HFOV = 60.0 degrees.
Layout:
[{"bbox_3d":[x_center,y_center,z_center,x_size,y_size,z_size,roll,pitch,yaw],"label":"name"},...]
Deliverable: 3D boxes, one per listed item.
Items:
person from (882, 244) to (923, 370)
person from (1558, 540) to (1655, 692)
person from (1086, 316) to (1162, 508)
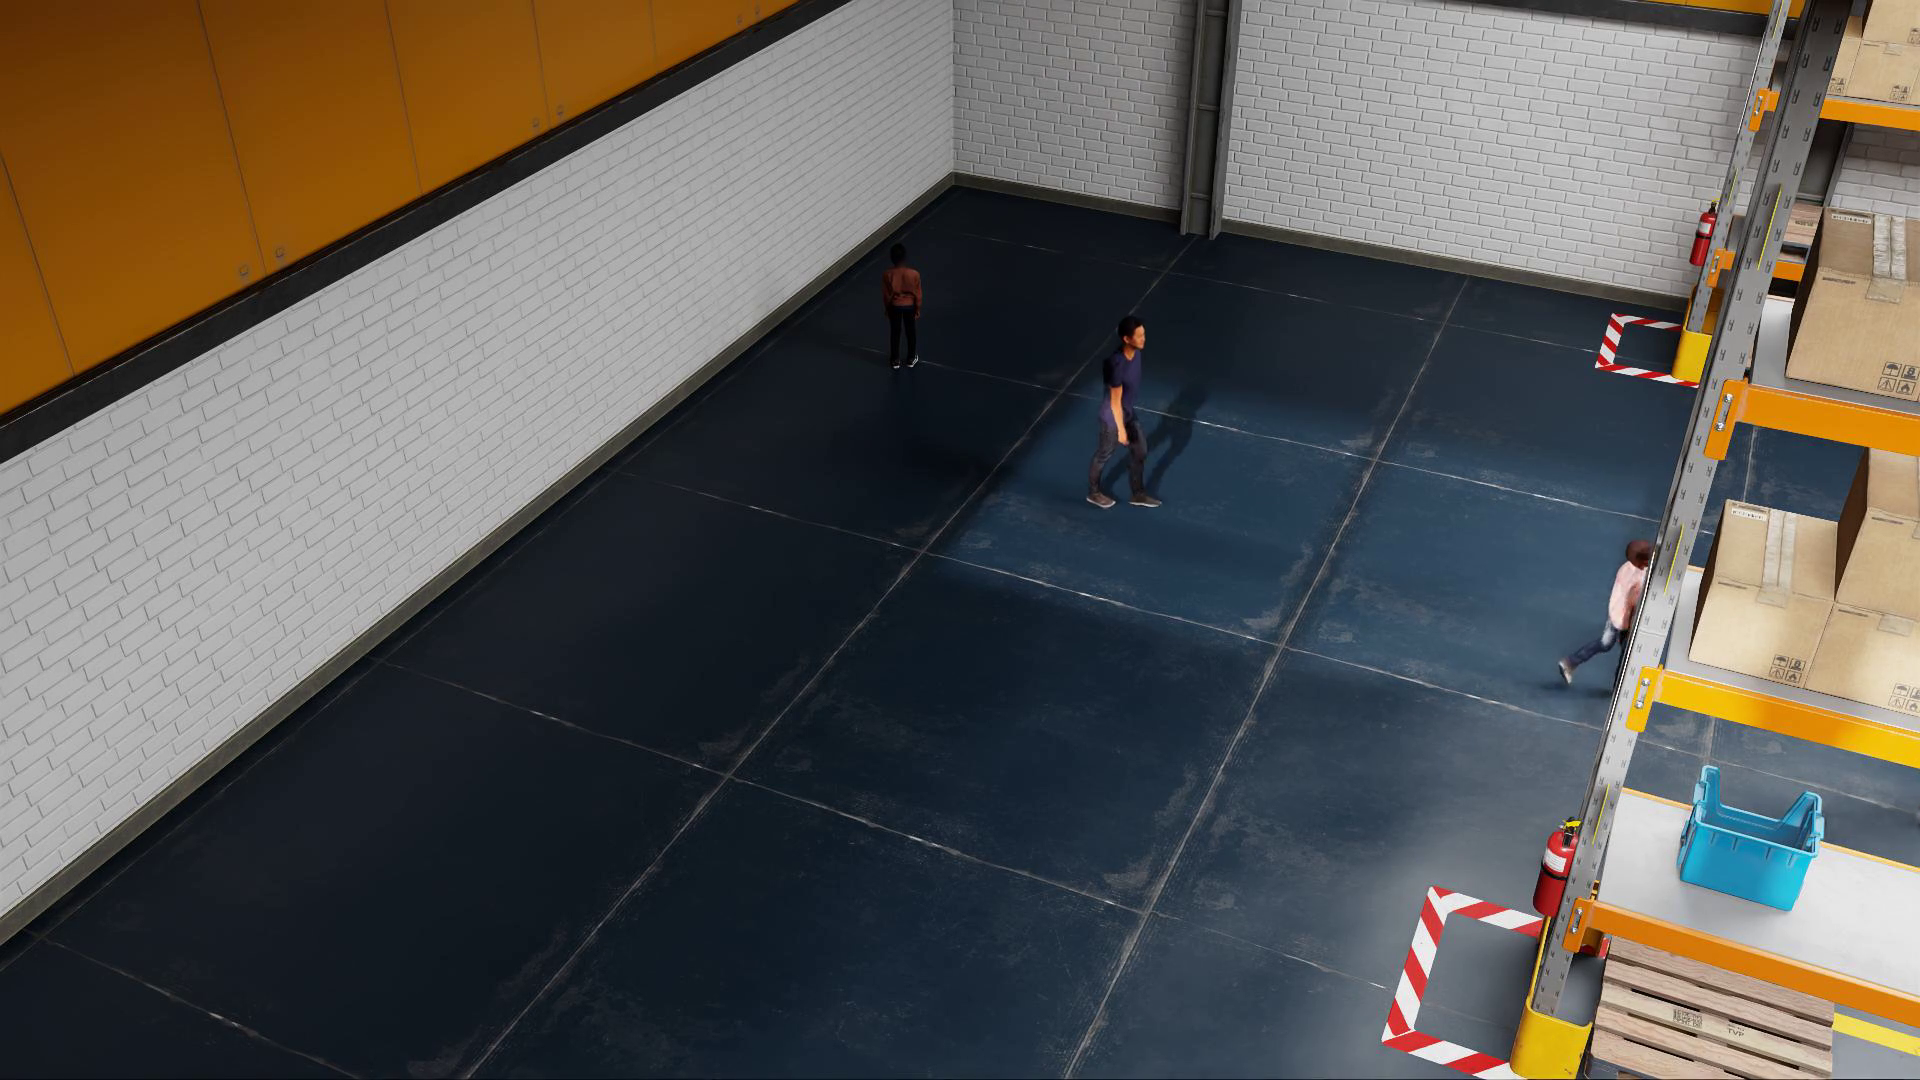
[{"bbox_3d":[-0.561,-2.238,15.896,0.535,1.254,0.649,-2,34,-2],"label":"person"},{"bbox_3d":[4.598,0.549,11.669,0.933,1.292,0.749,-1,34,-2],"label":"person"},{"bbox_3d":[1.215,-1.038,13.628,0.888,1.766,0.719,20,39,28],"label":"person"}]
